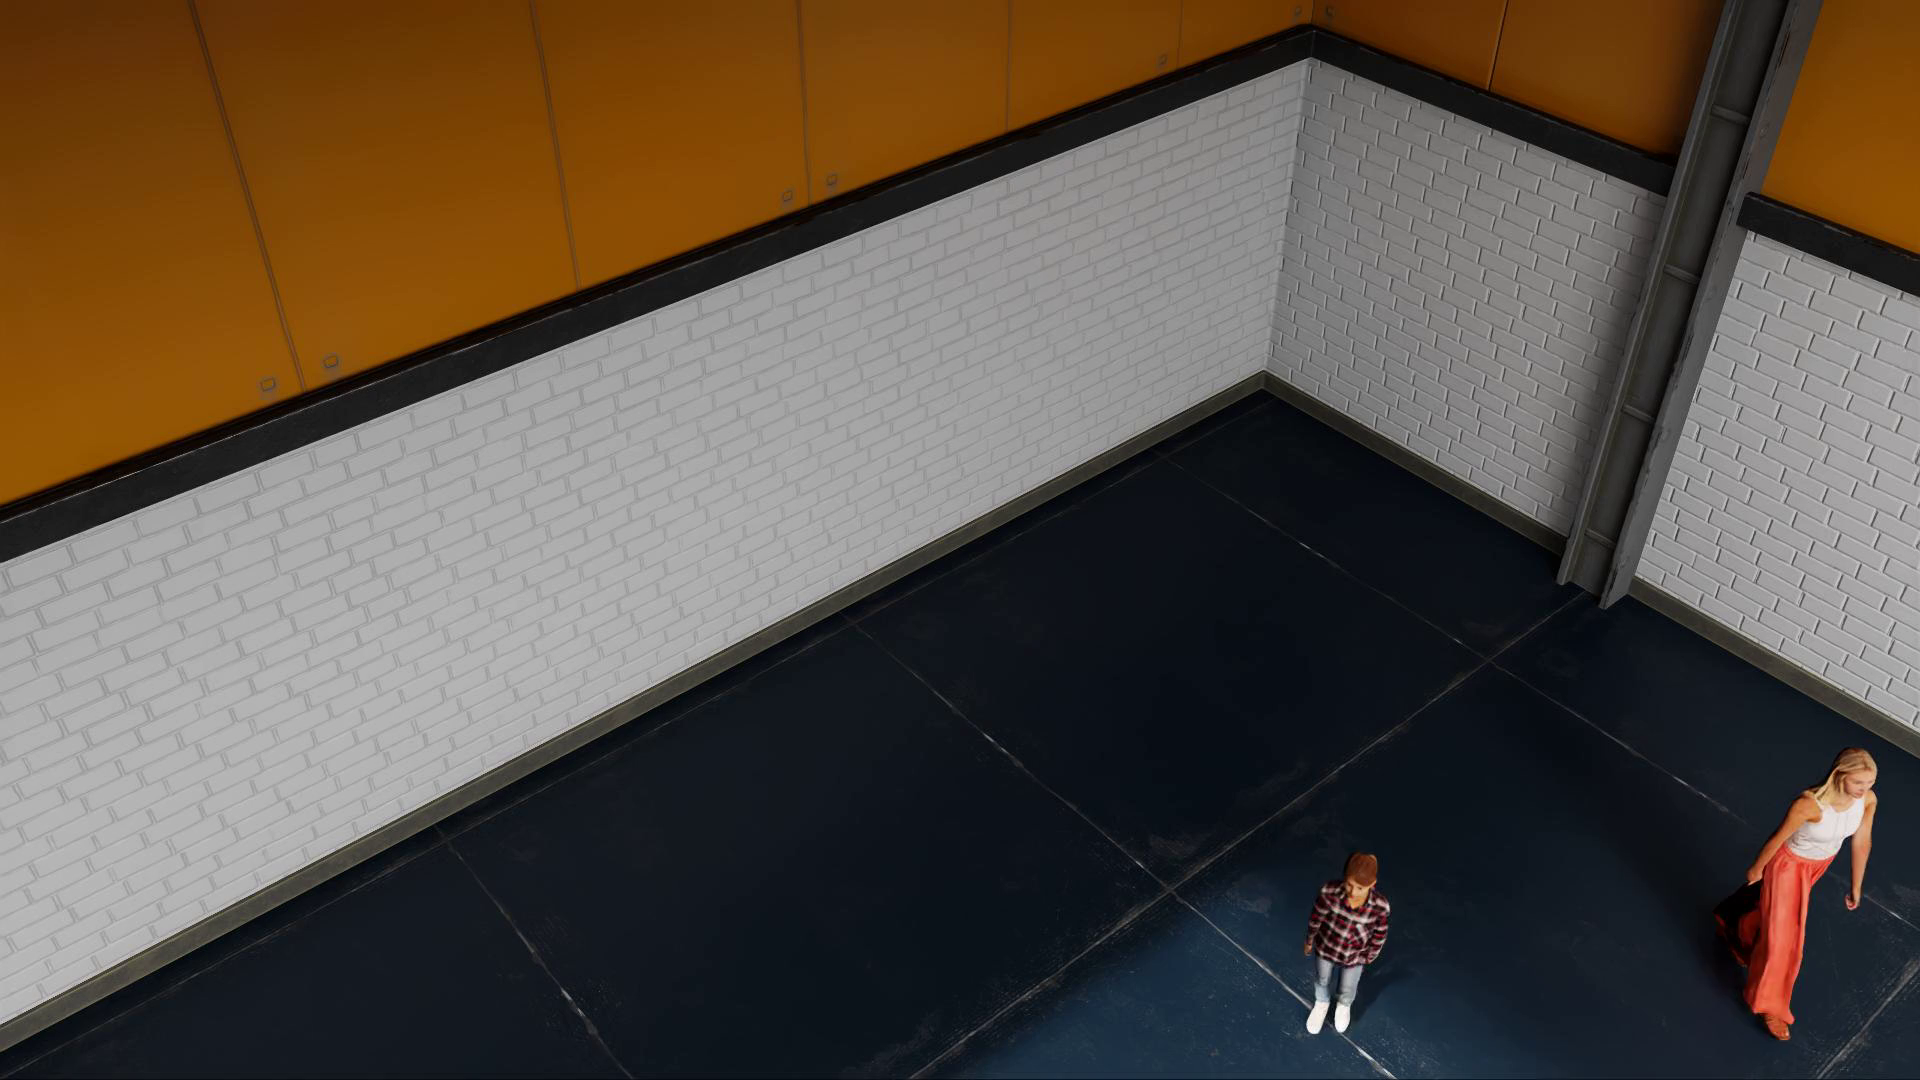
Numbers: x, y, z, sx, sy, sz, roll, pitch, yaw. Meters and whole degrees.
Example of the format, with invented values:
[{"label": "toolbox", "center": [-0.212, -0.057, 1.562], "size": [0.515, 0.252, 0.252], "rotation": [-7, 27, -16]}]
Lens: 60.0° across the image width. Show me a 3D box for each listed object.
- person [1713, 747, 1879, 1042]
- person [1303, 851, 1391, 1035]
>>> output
[{"label": "person", "center": [4.241, 1.616, 8.559], "size": [0.924, 1.769, 1.153], "rotation": [-11, 40, -13]}, {"label": "person", "center": [1.960, 2.004, 8.451], "size": [0.562, 1.296, 0.665], "rotation": [18, 42, 21]}]
